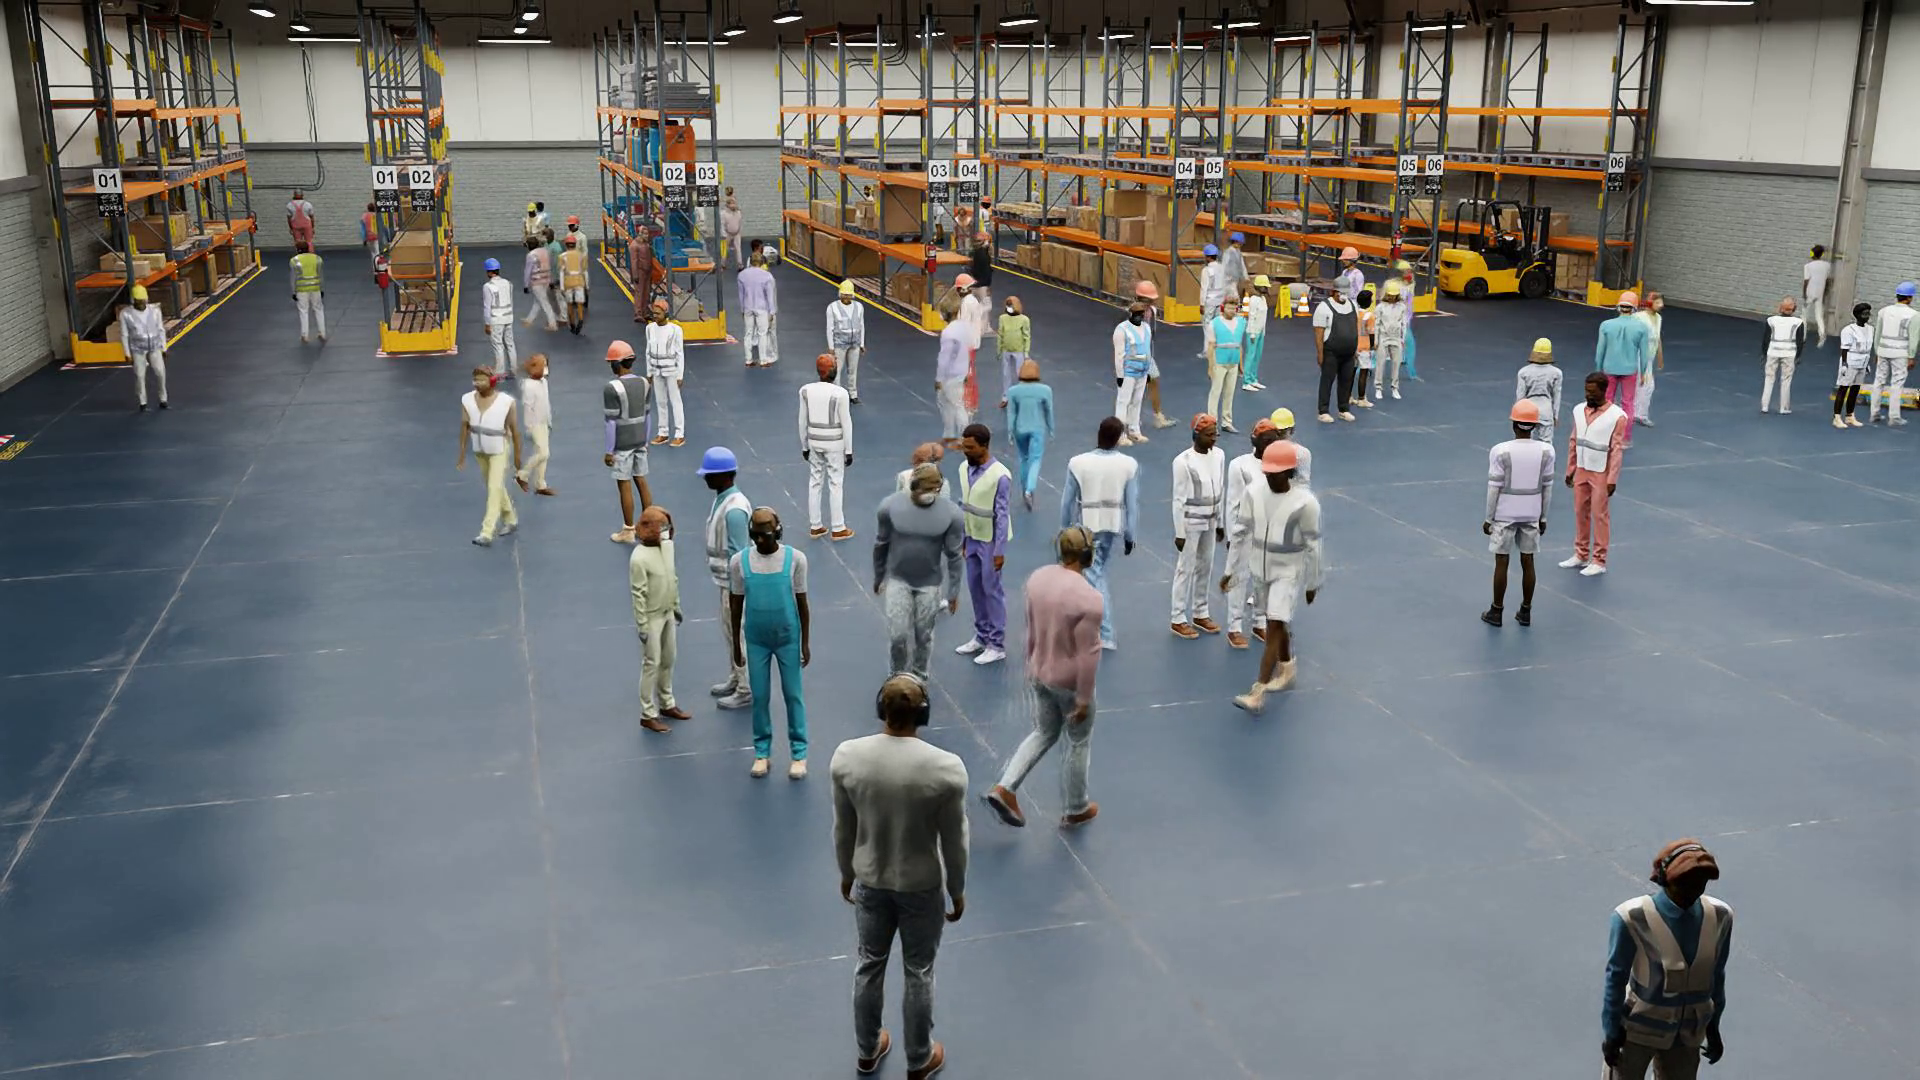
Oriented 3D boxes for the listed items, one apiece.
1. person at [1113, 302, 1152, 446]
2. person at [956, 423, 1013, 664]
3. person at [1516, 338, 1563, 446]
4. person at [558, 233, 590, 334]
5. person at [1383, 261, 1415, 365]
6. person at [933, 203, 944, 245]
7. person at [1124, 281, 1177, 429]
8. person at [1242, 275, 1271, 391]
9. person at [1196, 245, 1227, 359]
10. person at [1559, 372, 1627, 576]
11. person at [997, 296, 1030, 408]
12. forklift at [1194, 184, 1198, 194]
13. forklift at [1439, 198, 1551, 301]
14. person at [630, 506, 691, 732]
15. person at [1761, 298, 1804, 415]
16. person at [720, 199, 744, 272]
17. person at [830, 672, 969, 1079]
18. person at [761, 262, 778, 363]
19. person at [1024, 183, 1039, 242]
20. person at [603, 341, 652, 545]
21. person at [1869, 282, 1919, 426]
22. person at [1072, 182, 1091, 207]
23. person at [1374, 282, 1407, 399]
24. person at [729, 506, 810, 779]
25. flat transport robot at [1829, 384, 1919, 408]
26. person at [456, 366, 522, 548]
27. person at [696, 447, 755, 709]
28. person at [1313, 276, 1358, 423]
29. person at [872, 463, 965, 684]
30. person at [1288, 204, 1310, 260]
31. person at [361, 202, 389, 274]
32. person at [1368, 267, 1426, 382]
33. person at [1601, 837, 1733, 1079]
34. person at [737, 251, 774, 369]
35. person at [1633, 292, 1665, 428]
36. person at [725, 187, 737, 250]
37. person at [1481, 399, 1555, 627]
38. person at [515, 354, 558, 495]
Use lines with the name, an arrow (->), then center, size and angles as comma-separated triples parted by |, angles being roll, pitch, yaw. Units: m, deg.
person -> 2.238, -2.145, 21.399 | 0.624, 1.841, 0.430 | -14, 20, -42
person -> 0.183, 0.011, 13.163 | 0.413, 1.907, 0.596 | -10, 18, -34
person -> 6.536, -1.417, 18.841 | 0.485, 1.744, 0.294 | 4, 15, 14
person -> -7.239, -4.800, 31.299 | 0.571, 1.894, 0.872 | -5, 16, -18
person -> 7.356, -3.824, 27.946 | 0.538, 1.709, 0.894 | 1, 15, 5
person -> -0.687, -9.971, 50.685 | 0.385, 1.930, 0.539 | 4, 15, 15
person -> 2.499, -2.454, 22.244 | 0.632, 1.995, 0.956 | -12, 19, -38
person -> 4.547, -3.160, 25.376 | 0.337, 1.761, 0.531 | 9, 17, 31
person -> 4.299, -4.074, 28.469 | 0.613, 1.939, 0.417 | -14, 20, -43
person -> 5.940, -0.633, 15.582 | 0.405, 1.909, 0.599 | -7, 16, -25
person -> 0.760, -2.676, 23.787 | 0.507, 1.632, 0.267 | 8, 17, 27
forklift -> 7.392, -11.333, 53.972 | 1.873, 2.768, 1.129 | -4, 15, -15
forklift -> 11.913, -6.508, 37.130 | 2.313, 2.155, 1.214 | -4, 15, -15
person -> -2.126, 0.544, 11.689 | 0.278, 1.621, 0.511 | 6, 16, 21
person -> 11.584, -2.588, 23.446 | 0.522, 1.638, 0.310 | 12, 19, 37
person -> -5.890, -7.837, 42.796 | 0.655, 1.860, 1.012 | -9, 17, -31
person -> -0.267, 1.521, 7.437 | 0.629, 1.931, 0.384 | 4, 15, 15
person -> -3.239, -3.840, 28.041 | 0.384, 1.709, 0.563 | 7, 16, 23
person -> 2.234, -10.186, 51.632 | 0.516, 1.857, 0.342 | 6, 16, 21
person -> -3.337, -0.973, 16.627 | 0.411, 2.035, 0.601 | 8, 17, 28
person -> 12.740, -2.536, 22.659 | 0.406, 1.947, 0.606 | -7, 16, -23
person -> 3.713, -9.928, 50.604 | 0.676, 1.869, 0.731 | 6, 16, 23
person -> 6.363, -2.949, 24.630 | 0.489, 1.731, 0.320 | -1, 15, -4
person -> -1.233, 0.662, 10.850 | 0.518, 1.835, 0.354 | 0, 15, 1
flat transport robot -> 13.536, -2.095, 24.212 | 1.431, 0.197, 0.652 | 13, 20, 40
person -> -4.707, -0.849, 16.600 | 0.568, 1.792, 0.983 | 4, 15, 16
person -> -1.677, 0.269, 12.128 | 0.425, 1.938, 0.628 | -4, 15, -15
person -> 5.198, -2.629, 22.828 | 0.685, 2.000, 0.535 | -7, 16, -25
person -> -0.306, 0.333, 11.981 | 0.668, 1.883, 0.642 | 0, 15, -2
person -> 8.716, -7.764, 42.446 | 0.598, 1.887, 1.016 | -8, 17, -29
person -> -14.824, -7.632, 42.103 | 0.619, 1.815, 0.832 | 1, 15, 3
person -> 6.882, -3.385, 26.176 | 0.935, 1.816, 0.573 | 2, 15, 9
person -> 2.728, 1.919, 6.484 | 0.512, 1.640, 0.309 | -3, 15, -9
person -> -3.348, -3.778, 27.380 | 0.623, 1.932, 0.373 | 4, 15, 14
person -> 9.365, -2.439, 22.526 | 0.588, 1.820, 0.628 | -13, 20, -41
person -> -6.736, -9.488, 49.034 | 0.350, 1.839, 0.504 | -2, 15, -6
person -> 4.670, -0.222, 13.971 | 0.548, 1.937, 0.358 | 0, 15, -1
person -> -4.717, -1.270, 18.535 | 0.391, 1.619, 0.498 | 2, 15, 7
